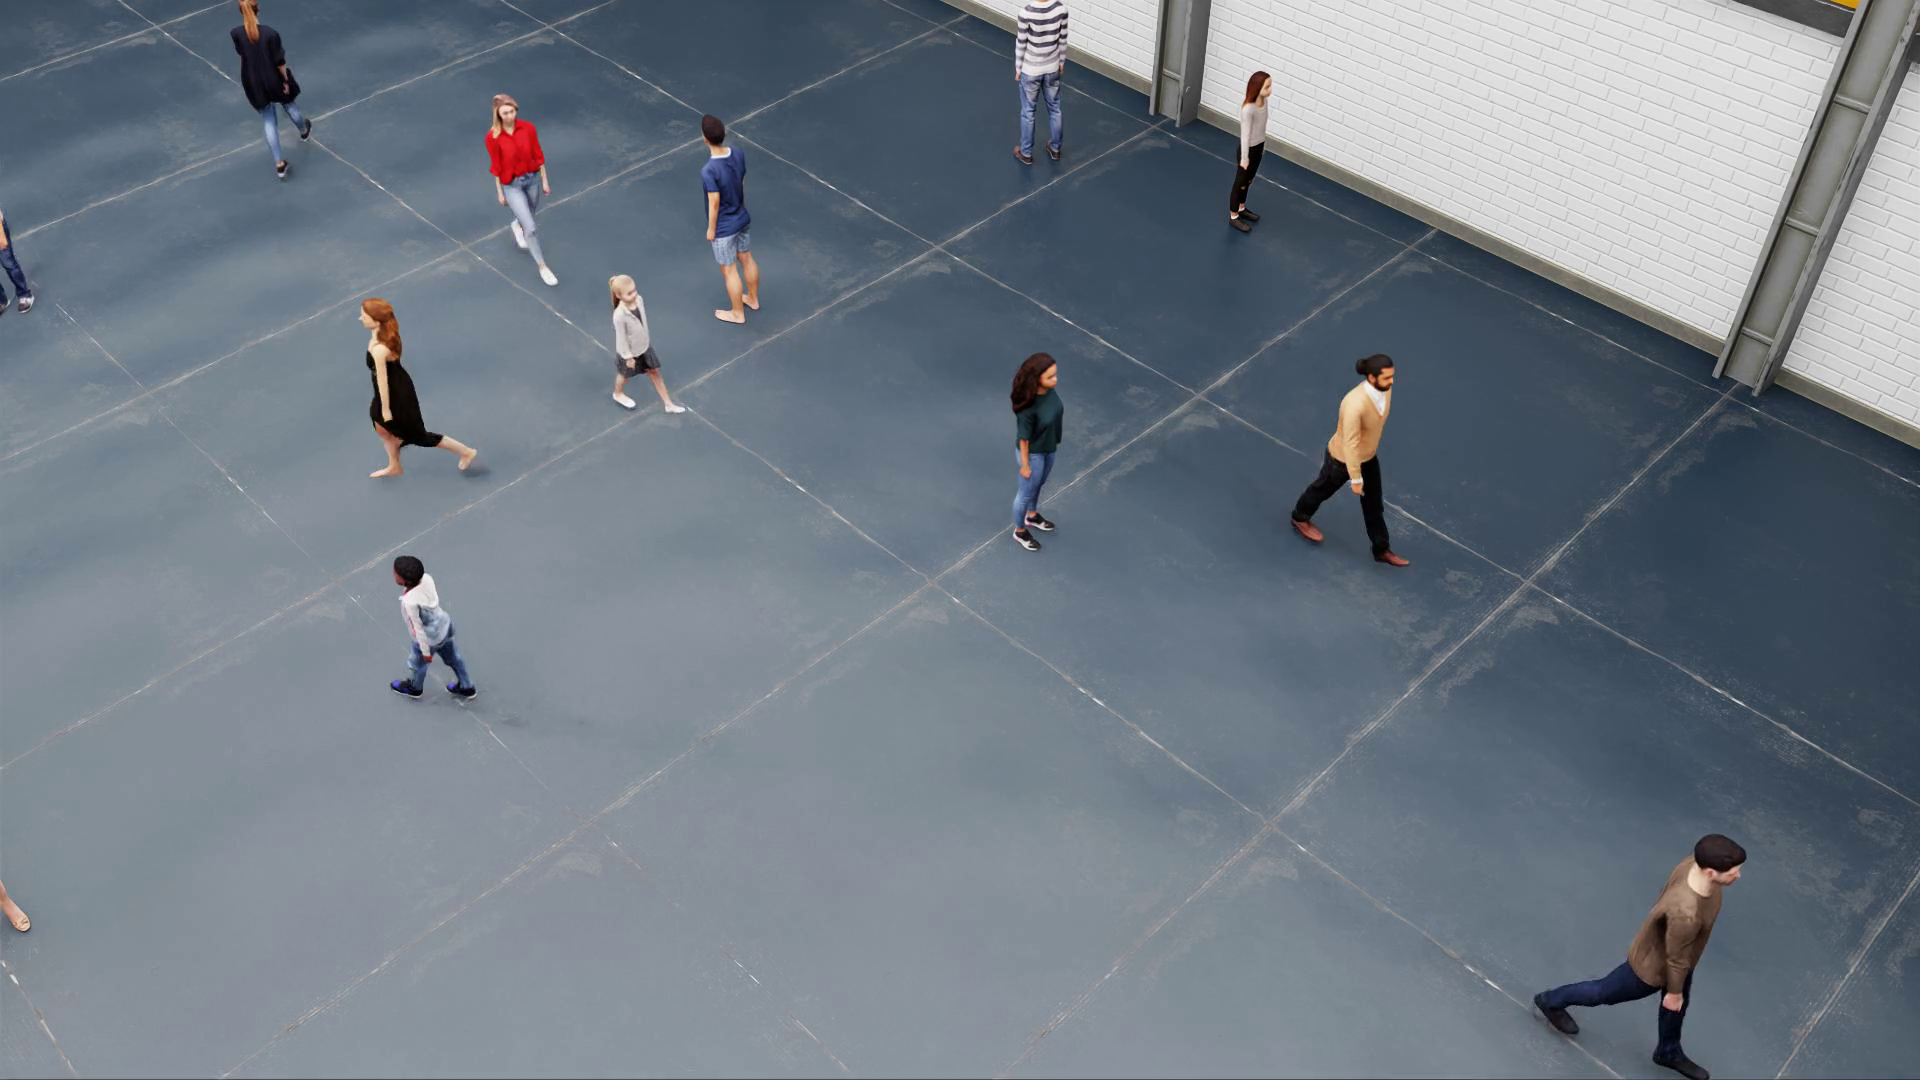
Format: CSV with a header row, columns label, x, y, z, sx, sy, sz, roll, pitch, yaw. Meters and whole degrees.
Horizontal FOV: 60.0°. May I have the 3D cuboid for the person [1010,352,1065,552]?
label,x,y,z,sx,sy,sz,roll,pitch,yaw
person,0.533,-0.643,11.657,0.659,1.606,0.653,22,48,21

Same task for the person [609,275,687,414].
label,x,y,z,sx,sy,sz,roll,pitch,yaw
person,-2.566,-1.506,12.826,0.921,1.242,0.638,24,49,23

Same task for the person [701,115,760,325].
label,x,y,z,sx,sy,sz,roll,pitch,yaw
person,-1.870,-2.599,13.537,0.622,1.844,0.657,25,49,24

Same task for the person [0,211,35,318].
label,x,y,z,sx,sy,sz,roll,pitch,yaw
person,-8.047,-2.624,13.772,0.690,1.556,0.750,-4,44,-4

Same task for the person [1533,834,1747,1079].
label,x,y,z,sx,sy,sz,roll,pitch,yaw
person,3.529,2.109,8.593,1.226,1.846,0.789,26,49,24

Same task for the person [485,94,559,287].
label,x,y,z,sx,sy,sz,roll,pitch,yaw
person,-3.752,-3.036,14.118,0.730,1.675,1.127,-27,50,-26

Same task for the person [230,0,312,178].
label,x,y,z,sx,sy,sz,roll,pitch,yaw
person,-6.387,-4.143,15.306,1.059,1.640,1.160,-4,44,-4

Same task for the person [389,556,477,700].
label,x,y,z,sx,sy,sz,roll,pitch,yaw
person,-3.332,0.596,10.623,0.857,1.237,0.732,10,44,10

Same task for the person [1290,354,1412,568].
label,x,y,z,sx,sy,sz,roll,pitch,yaw
person,2.644,-0.590,11.534,0.695,1.699,1.176,-32,52,-29

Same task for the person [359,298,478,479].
label,x,y,z,sx,sy,sz,roll,pitch,yaw
person,-4.007,-1.062,12.106,1.000,1.593,1.058,-9,44,-9

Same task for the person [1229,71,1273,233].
label,x,y,z,sx,sy,sz,roll,pitch,yaw
person,2.561,-3.456,14.697,0.559,1.485,0.587,23,48,22

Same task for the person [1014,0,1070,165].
label,x,y,z,sx,sy,sz,roll,pitch,yaw
person,0.754,-4.379,15.404,0.720,1.847,0.713,-11,45,-12
